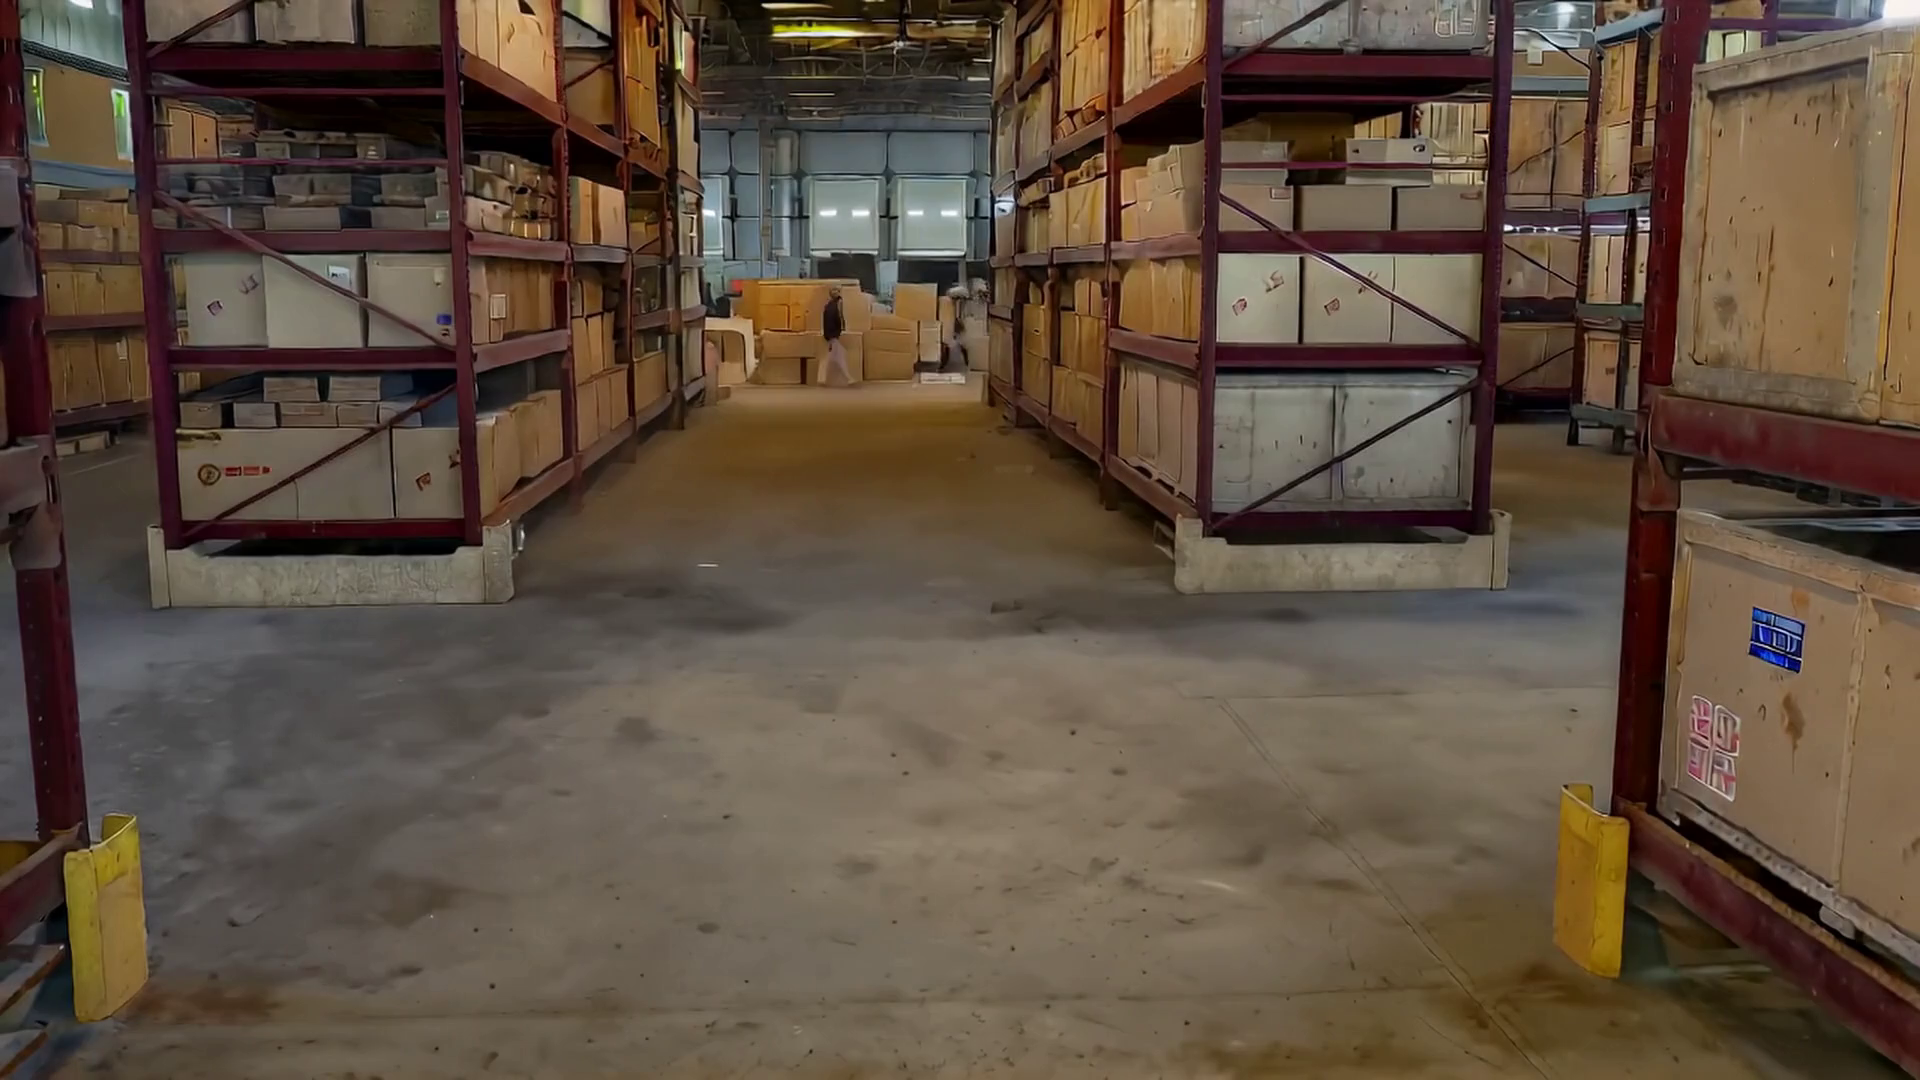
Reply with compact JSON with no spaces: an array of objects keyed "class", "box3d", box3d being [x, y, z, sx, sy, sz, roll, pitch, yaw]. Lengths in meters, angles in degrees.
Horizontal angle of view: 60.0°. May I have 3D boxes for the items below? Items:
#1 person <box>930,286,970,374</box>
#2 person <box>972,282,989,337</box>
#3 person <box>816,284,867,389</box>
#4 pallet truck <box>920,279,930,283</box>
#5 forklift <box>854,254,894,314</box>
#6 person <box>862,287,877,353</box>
[{"class":"person","box3d":[-0.156,-4.407,35.094,0.985,1.883,0.575,5,11,30]},{"class":"person","box3d":[0.565,-5.874,44.178,0.371,1.934,0.627,6,11,35]},{"class":"person","box3d":[-2.239,-3.772,30.916,0.992,1.943,0.635,-2,9,-13]},{"class":"pallet truck","box3d":[-0.932,-8.922,63.114,1.885,1.965,0.823,2,9,13]},{"class":"forklift","box3d":[-3.206,-8.270,56.257,1.873,2.768,1.129,5,10,27]},{"class":"person","box3d":[-2.041,-4.852,38.045,0.429,1.842,0.630,-4,10,-25]}]
